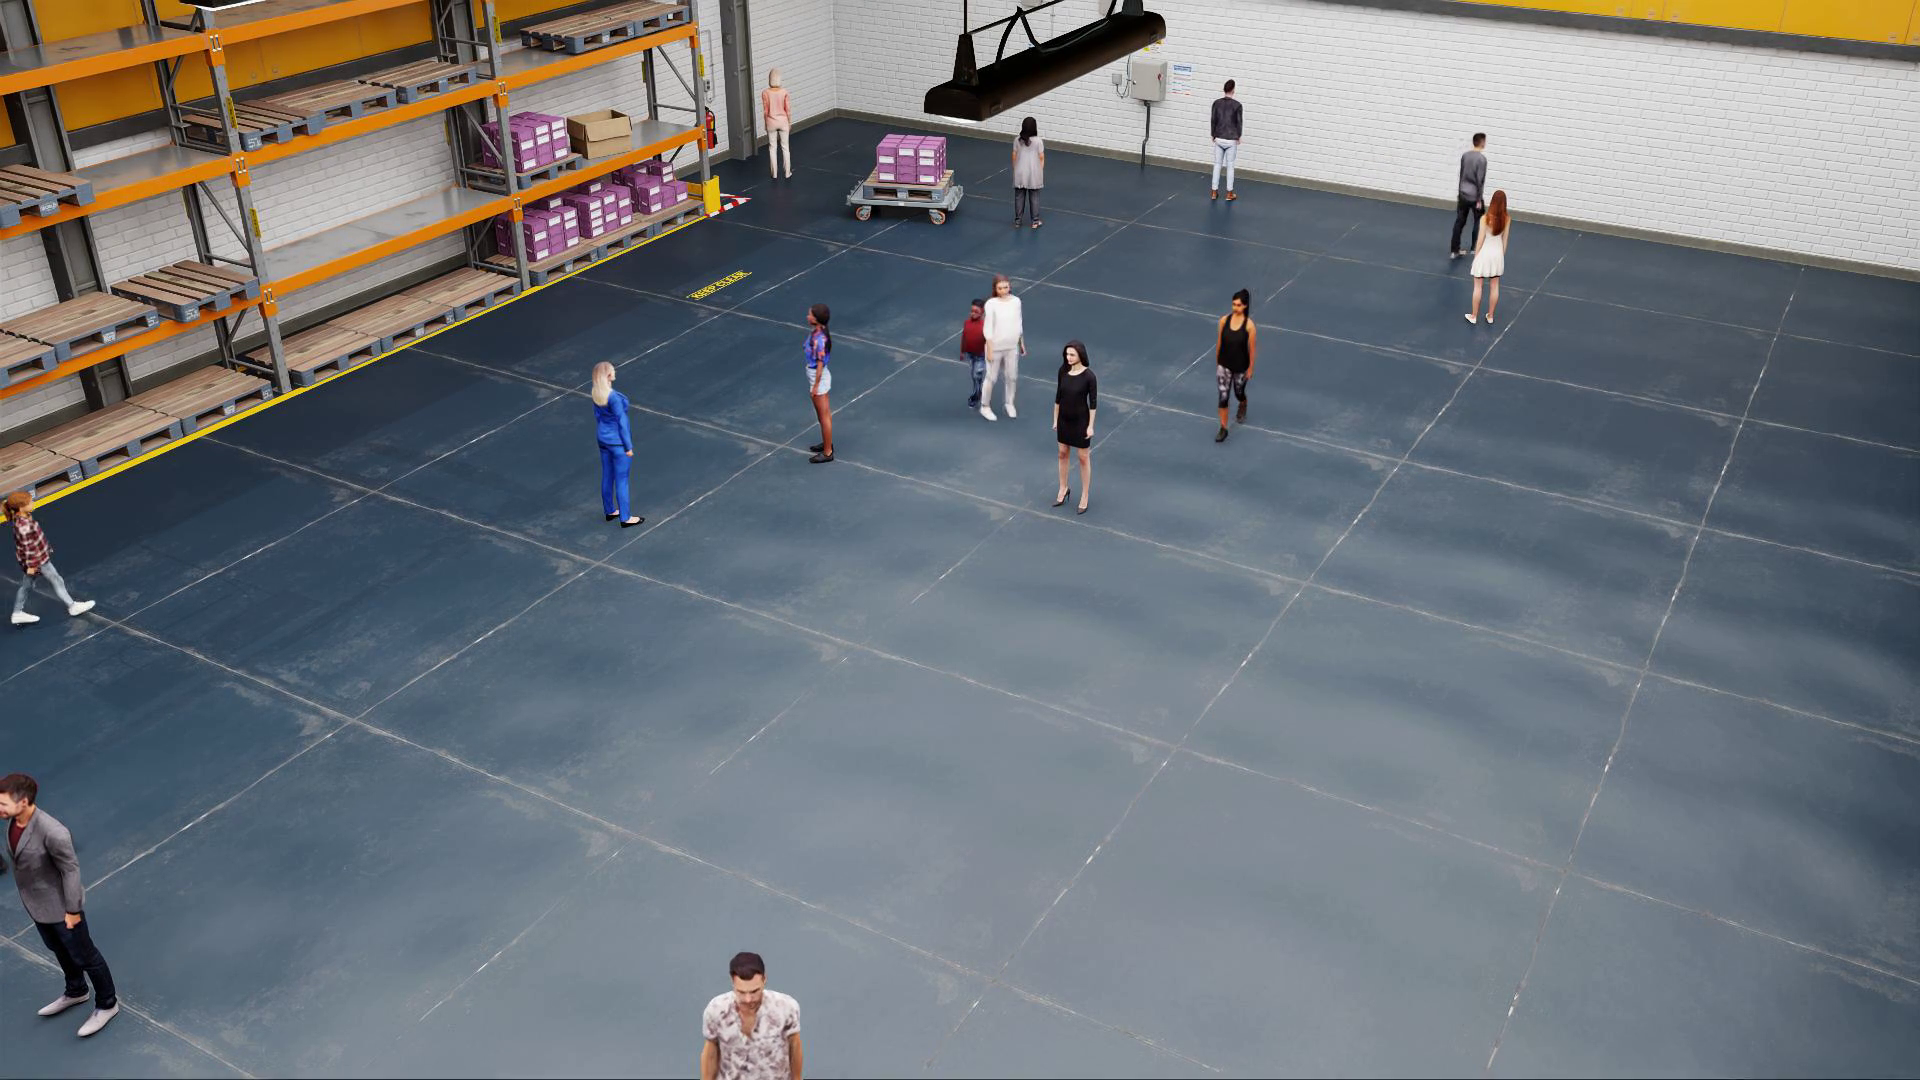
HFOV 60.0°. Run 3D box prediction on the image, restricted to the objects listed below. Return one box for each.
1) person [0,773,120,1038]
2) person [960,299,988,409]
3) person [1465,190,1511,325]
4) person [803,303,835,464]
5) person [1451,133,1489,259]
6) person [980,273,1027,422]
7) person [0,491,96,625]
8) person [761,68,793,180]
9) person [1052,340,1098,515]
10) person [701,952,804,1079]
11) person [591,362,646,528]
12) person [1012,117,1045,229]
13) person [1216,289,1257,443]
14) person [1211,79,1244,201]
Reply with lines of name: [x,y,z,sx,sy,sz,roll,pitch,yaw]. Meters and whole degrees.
person: [-5.566,2.198,10.200,0.669,1.874,0.578,15,32,25]
person: [0.229,-2.156,18.848,0.540,1.238,0.657,19,34,31]
person: [6.668,-3.568,20.941,0.646,1.711,0.673,-1,29,-3]
person: [-1.459,-1.658,17.409,0.727,1.741,0.623,-1,29,-2]
person: [7.032,-4.755,23.079,0.947,1.748,0.830,-18,33,-30]
person: [0.444,-2.148,18.373,0.679,1.678,0.790,-18,33,-29]
person: [-8.174,0.177,14.530,0.962,1.277,0.737,-21,35,-33]
person: [-2.929,-6.666,26.608,0.682,1.724,0.710,-3,29,-6]
person: [1.132,-1.120,16.358,0.624,1.803,0.524,19,34,31]
person: [-1.123,2.894,8.993,0.803,1.810,0.825,0,29,1]
person: [-3.367,-0.936,16.127,0.668,1.701,0.631,25,37,38]
person: [0.994,-5.404,24.414,0.701,1.609,0.728,7,29,13]
person: [2.990,-1.920,17.994,0.633,1.640,1.007,13,31,22]
person: [4.084,-6.142,25.531,0.671,1.836,0.567,13,31,22]
